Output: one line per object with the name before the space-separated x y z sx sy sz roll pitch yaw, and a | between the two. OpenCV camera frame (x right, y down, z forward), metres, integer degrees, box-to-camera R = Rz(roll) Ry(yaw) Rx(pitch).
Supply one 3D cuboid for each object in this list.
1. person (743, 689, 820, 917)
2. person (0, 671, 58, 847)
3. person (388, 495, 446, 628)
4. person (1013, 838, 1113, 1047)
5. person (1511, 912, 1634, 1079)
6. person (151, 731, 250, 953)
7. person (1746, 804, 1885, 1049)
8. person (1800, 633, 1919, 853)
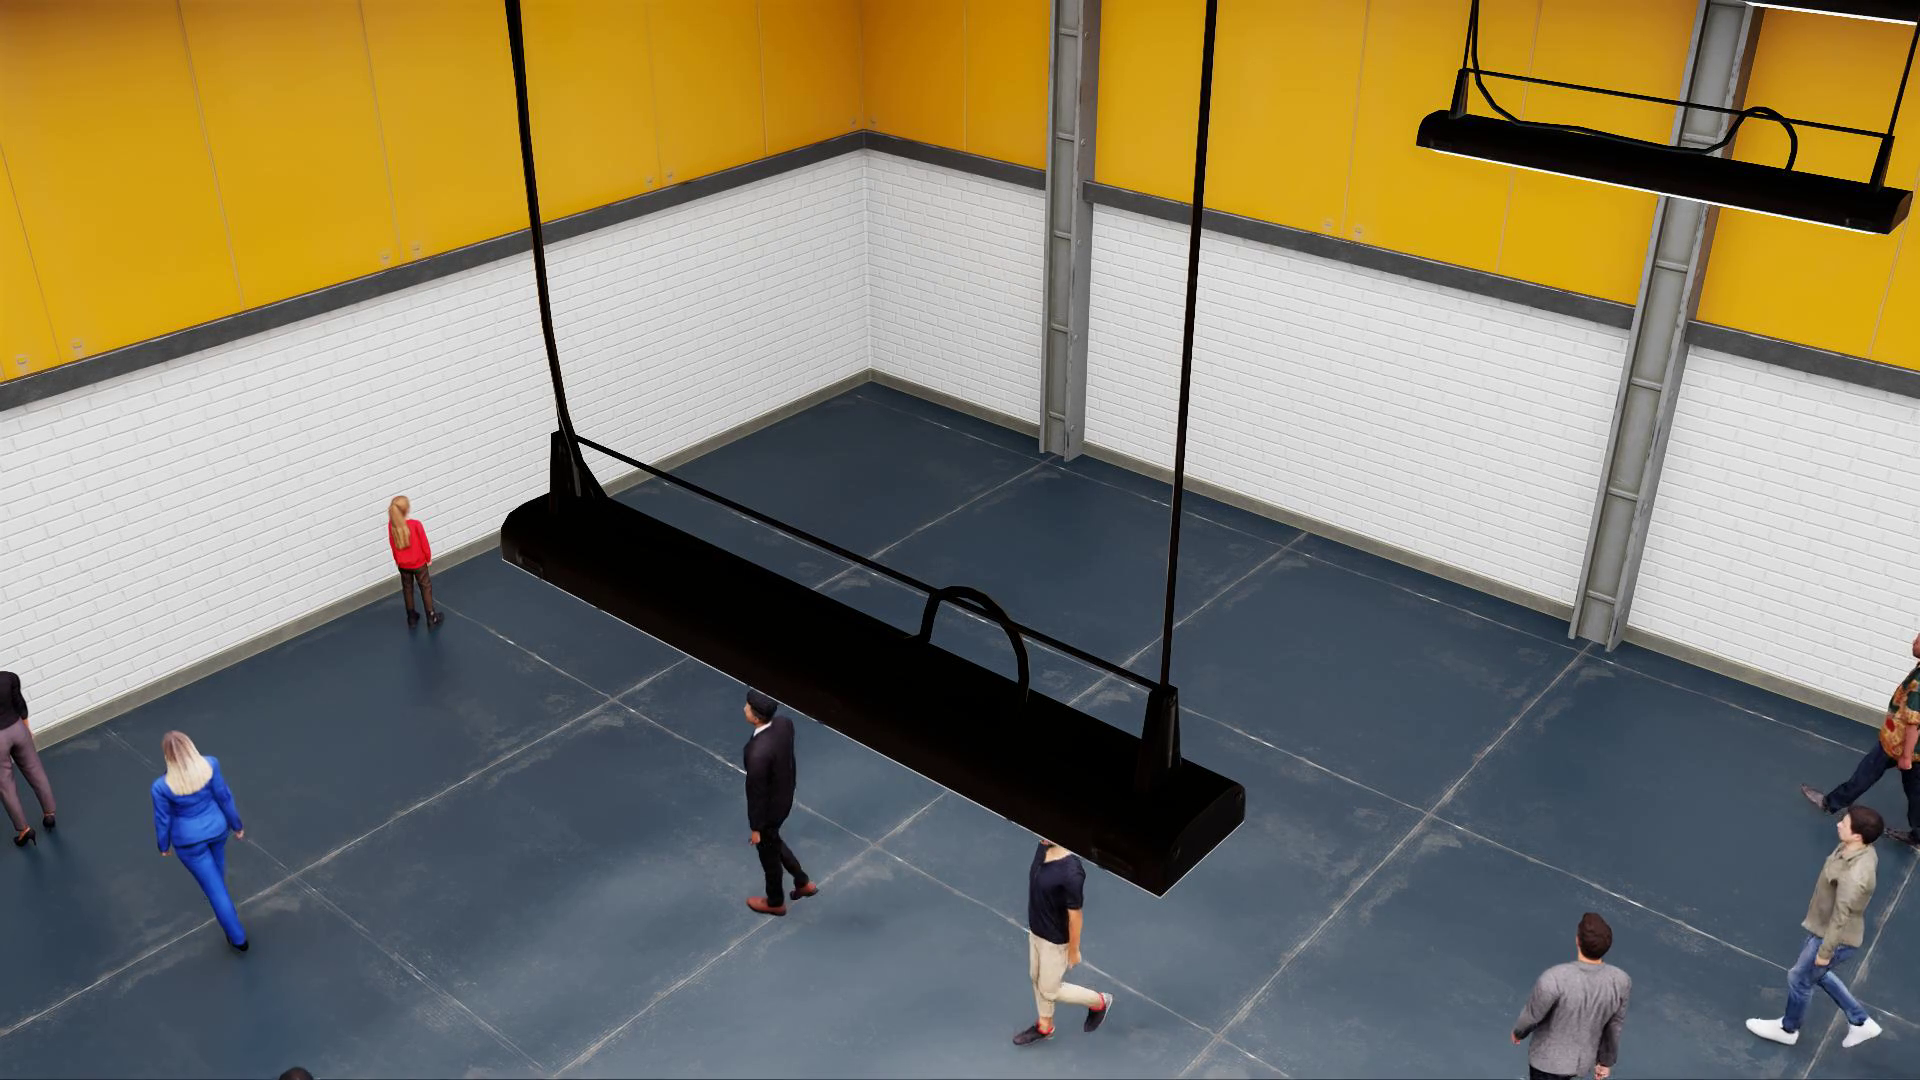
person | -1.204 1.809 11.274 0.905 1.876 0.859 9 30 16
person | -6.918 1.489 12.072 0.578 1.671 0.629 15 32 26
person | -4.902 0.186 14.870 0.558 1.281 0.636 2 29 4
person | 0.647 2.383 10.257 0.932 1.841 0.931 -10 30 -18
person | 3.382 2.936 9.258 1.162 1.827 1.273 -5 29 -8
person | -4.998 2.037 11.076 1.056 1.664 0.664 23 36 36
person | 5.437 2.426 10.173 1.001 1.847 0.781 15 32 26
person | 6.938 1.482 11.993 0.773 1.760 1.163 -25 37 -38
